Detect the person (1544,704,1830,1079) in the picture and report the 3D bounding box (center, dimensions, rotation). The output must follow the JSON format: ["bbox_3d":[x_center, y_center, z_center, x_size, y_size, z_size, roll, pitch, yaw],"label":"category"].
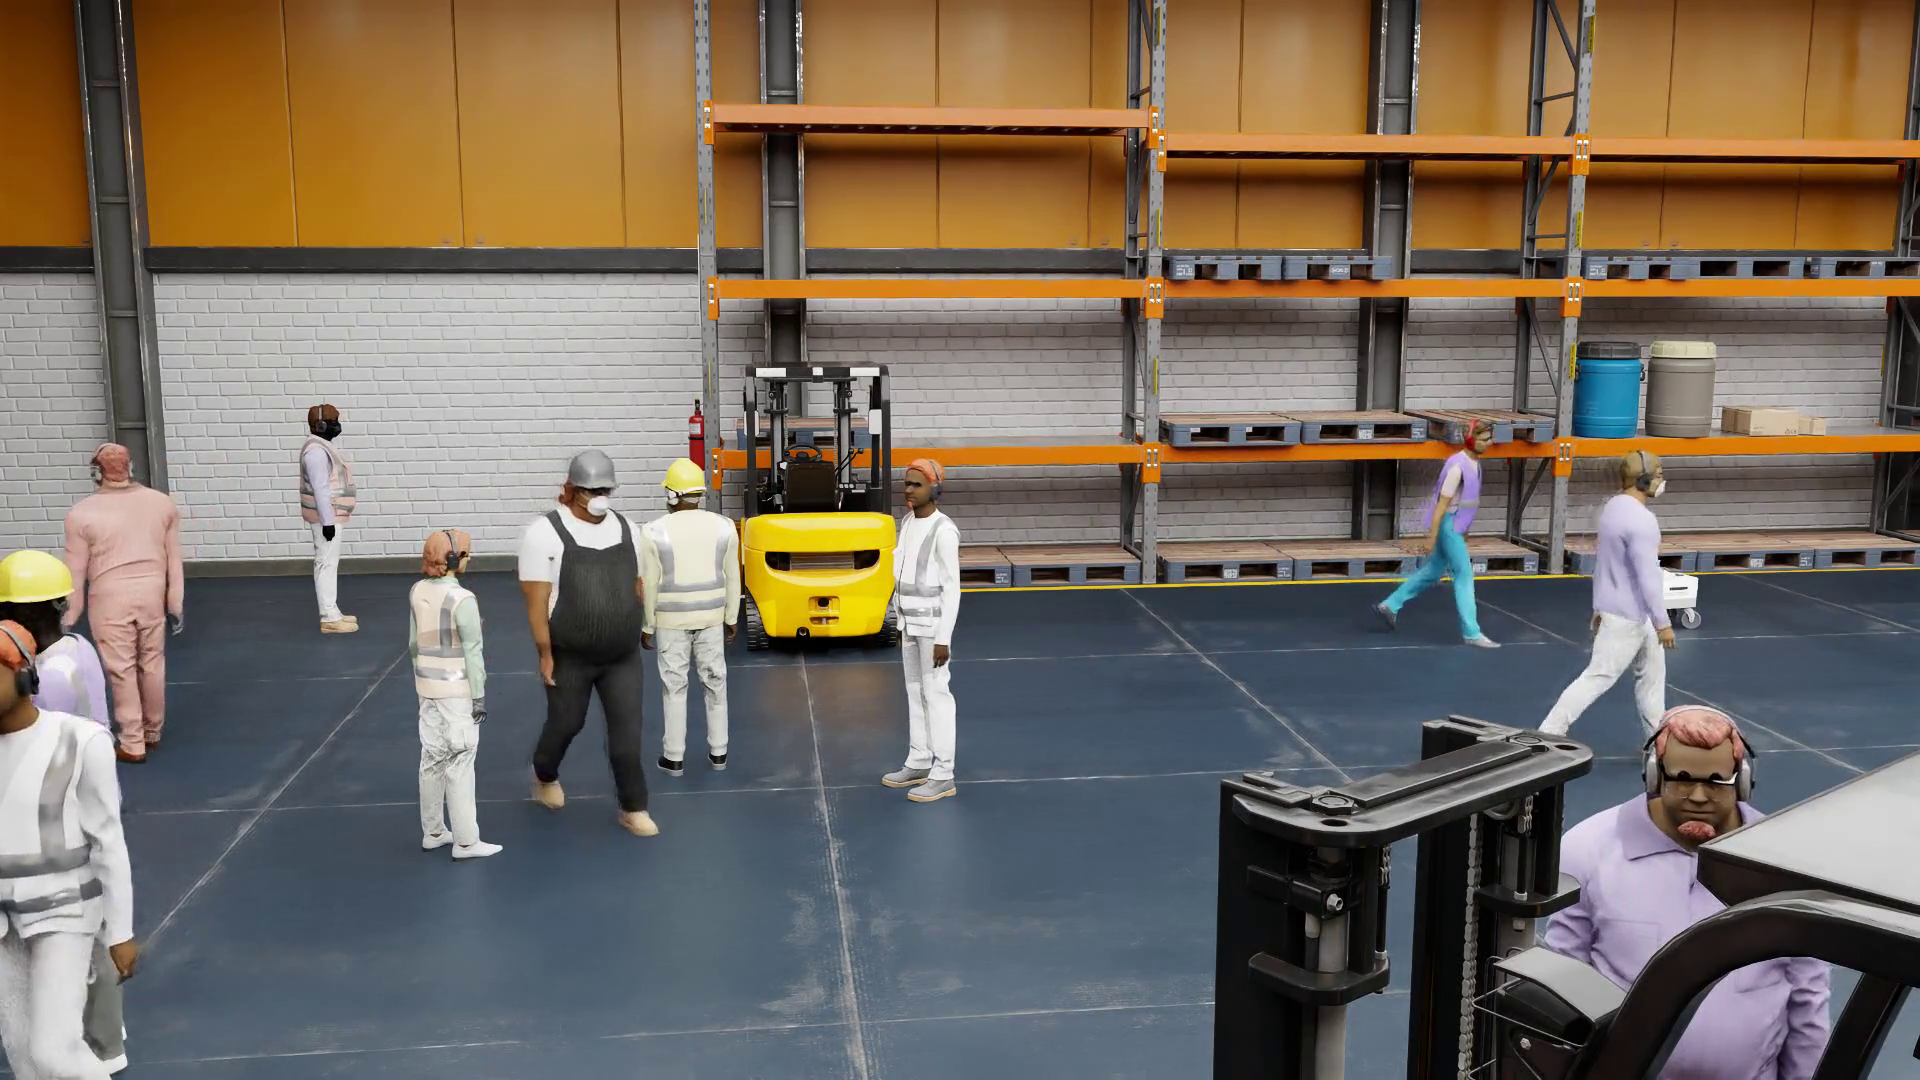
[{"bbox_3d":[1.700,1.317,3.953,0.637,1.901,0.402,3,9,17],"label":"person"}]

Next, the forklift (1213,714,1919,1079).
[{"bbox_3d":[1.441,1.425,2.350,1.214,2.155,2.313,-7,12,-39],"label":"forklift"}]

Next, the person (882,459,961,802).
[{"bbox_3d":[-0.203,0.487,9.168,0.351,1.884,0.582,-5,10,-28],"label":"person"}]

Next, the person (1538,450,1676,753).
[{"bbox_3d":[3.809,0.417,9.610,1.026,1.896,0.635,2,9,11],"label":"person"}]

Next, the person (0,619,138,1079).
[{"bbox_3d":[-2.782,1.163,4.987,0.617,1.870,0.411,2,9,10],"label":"person"}]

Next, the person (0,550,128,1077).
[{"bbox_3d":[-3.200,0.986,5.917,0.383,1.928,0.588,-3,10,-21],"label":"person"}]

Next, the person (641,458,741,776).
[{"bbox_3d":[-1.563,0.441,9.598,0.600,1.836,0.404,-4,10,-25],"label":"person"}]

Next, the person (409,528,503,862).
[{"bbox_3d":[-2.521,0.760,8.225,0.523,1.638,0.311,7,12,38],"label":"person"}]

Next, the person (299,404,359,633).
[{"bbox_3d":[-5.097,-0.177,13.451,0.429,1.844,0.623,-3,10,-19],"label":"person"}]

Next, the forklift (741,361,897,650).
[{"bbox_3d":[-1.154,-0.340,13.365,1.214,2.155,2.313,-1,9,-7],"label":"forklift"}]

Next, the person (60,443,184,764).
[{"bbox_3d":[-4.983,0.372,9.874,0.484,1.905,0.681,7,12,38],"label":"person"}]

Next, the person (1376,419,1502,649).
[{"bbox_3d":[3.750,-0.072,12.981,0.954,1.794,0.608,5,10,26],"label":"person"}]

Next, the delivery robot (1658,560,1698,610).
[{"bbox_3d":[5.638,0.401,13.549,0.707,0.478,0.477,-3,9,-16],"label":"delivery robot"}]

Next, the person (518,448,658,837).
[{"bbox_3d":[-1.951,0.488,8.678,0.693,2.000,0.850,-7,11,-36],"label":"person"}]
